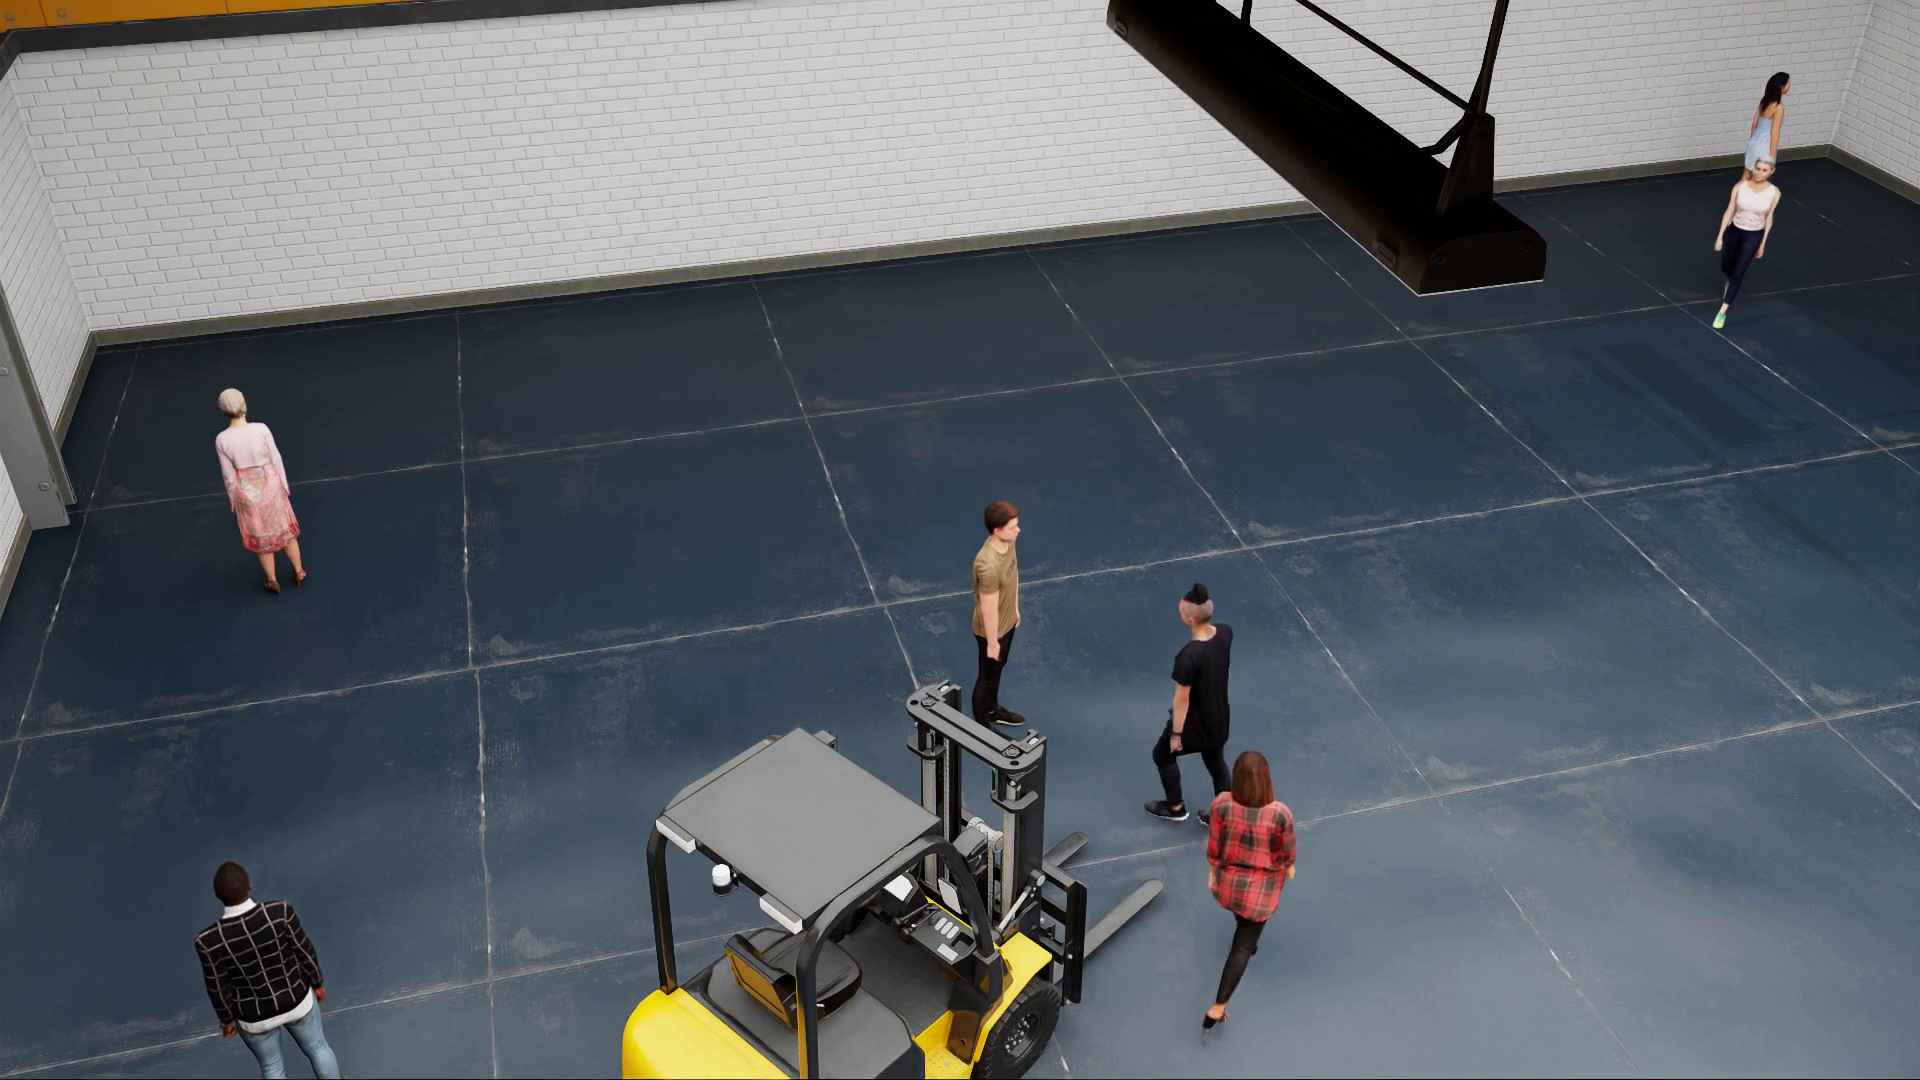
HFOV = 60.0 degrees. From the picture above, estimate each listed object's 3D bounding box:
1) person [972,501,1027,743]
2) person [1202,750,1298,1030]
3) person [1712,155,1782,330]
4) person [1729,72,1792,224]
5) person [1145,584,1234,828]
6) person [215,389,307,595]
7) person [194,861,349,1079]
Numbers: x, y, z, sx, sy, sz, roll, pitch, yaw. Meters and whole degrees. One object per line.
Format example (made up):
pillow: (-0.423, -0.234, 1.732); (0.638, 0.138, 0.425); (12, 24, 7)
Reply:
person: (0.227, 0.536, 10.851); (0.801, 1.851, 0.694); (10, 35, 14)
person: (1.524, 1.908, 8.969); (1.118, 1.649, 1.181); (18, 38, 25)
person: (7.687, -2.971, 16.287); (1.109, 1.675, 1.144); (19, 38, 26)
person: (8.750, -4.263, 18.182); (0.669, 1.729, 0.496); (-5, 34, -7)
person: (1.505, 1.090, 10.028); (1.058, 1.839, 1.017); (29, 43, 36)
person: (-5.193, -0.353, 12.328); (0.656, 1.696, 0.657); (-19, 38, -26)
person: (-3.403, 2.295, 8.233); (0.722, 1.820, 0.657); (-18, 38, -25)
